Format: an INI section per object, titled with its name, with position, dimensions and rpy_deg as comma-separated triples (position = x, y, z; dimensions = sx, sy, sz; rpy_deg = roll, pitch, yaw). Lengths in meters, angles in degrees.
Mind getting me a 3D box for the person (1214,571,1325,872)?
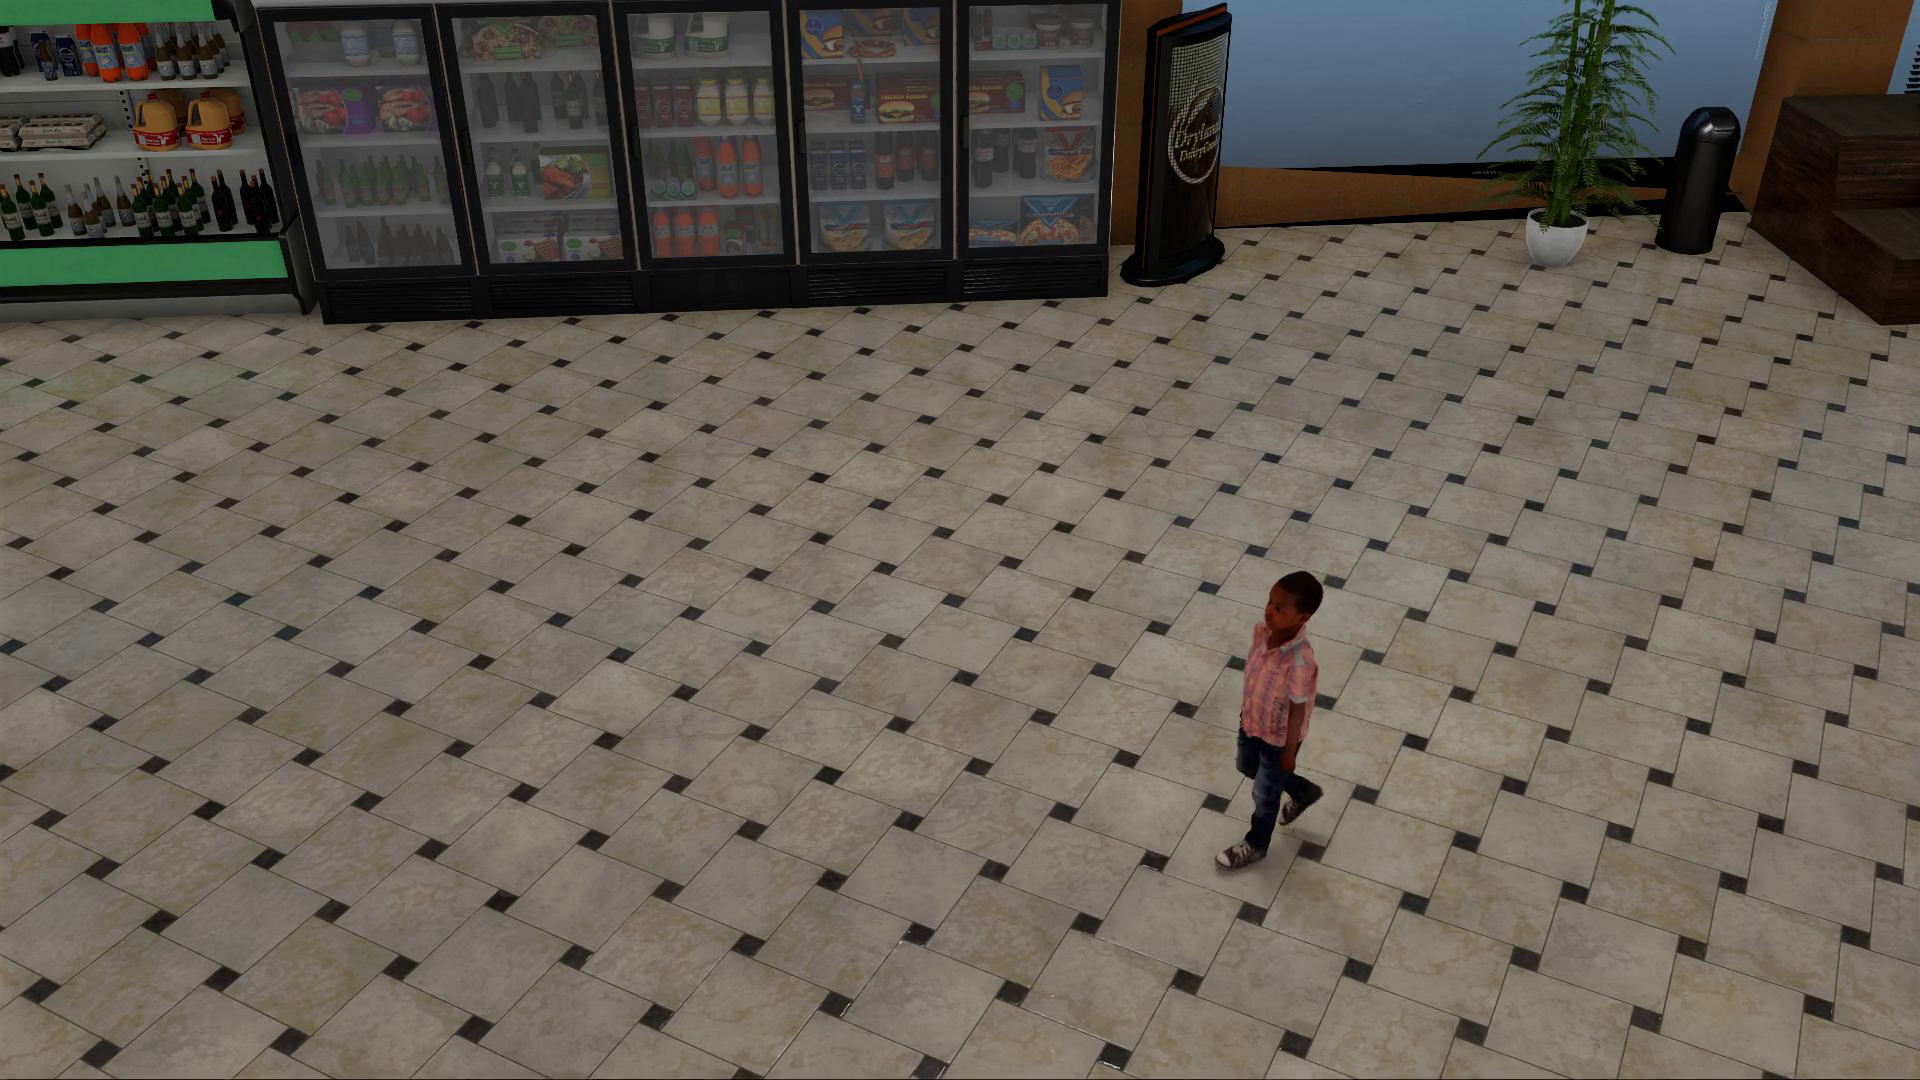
[person]
position = 1.222, 0.661, 6.190
dimensions = 0.760, 1.300, 0.601
rpy_deg = -9, 33, -15
